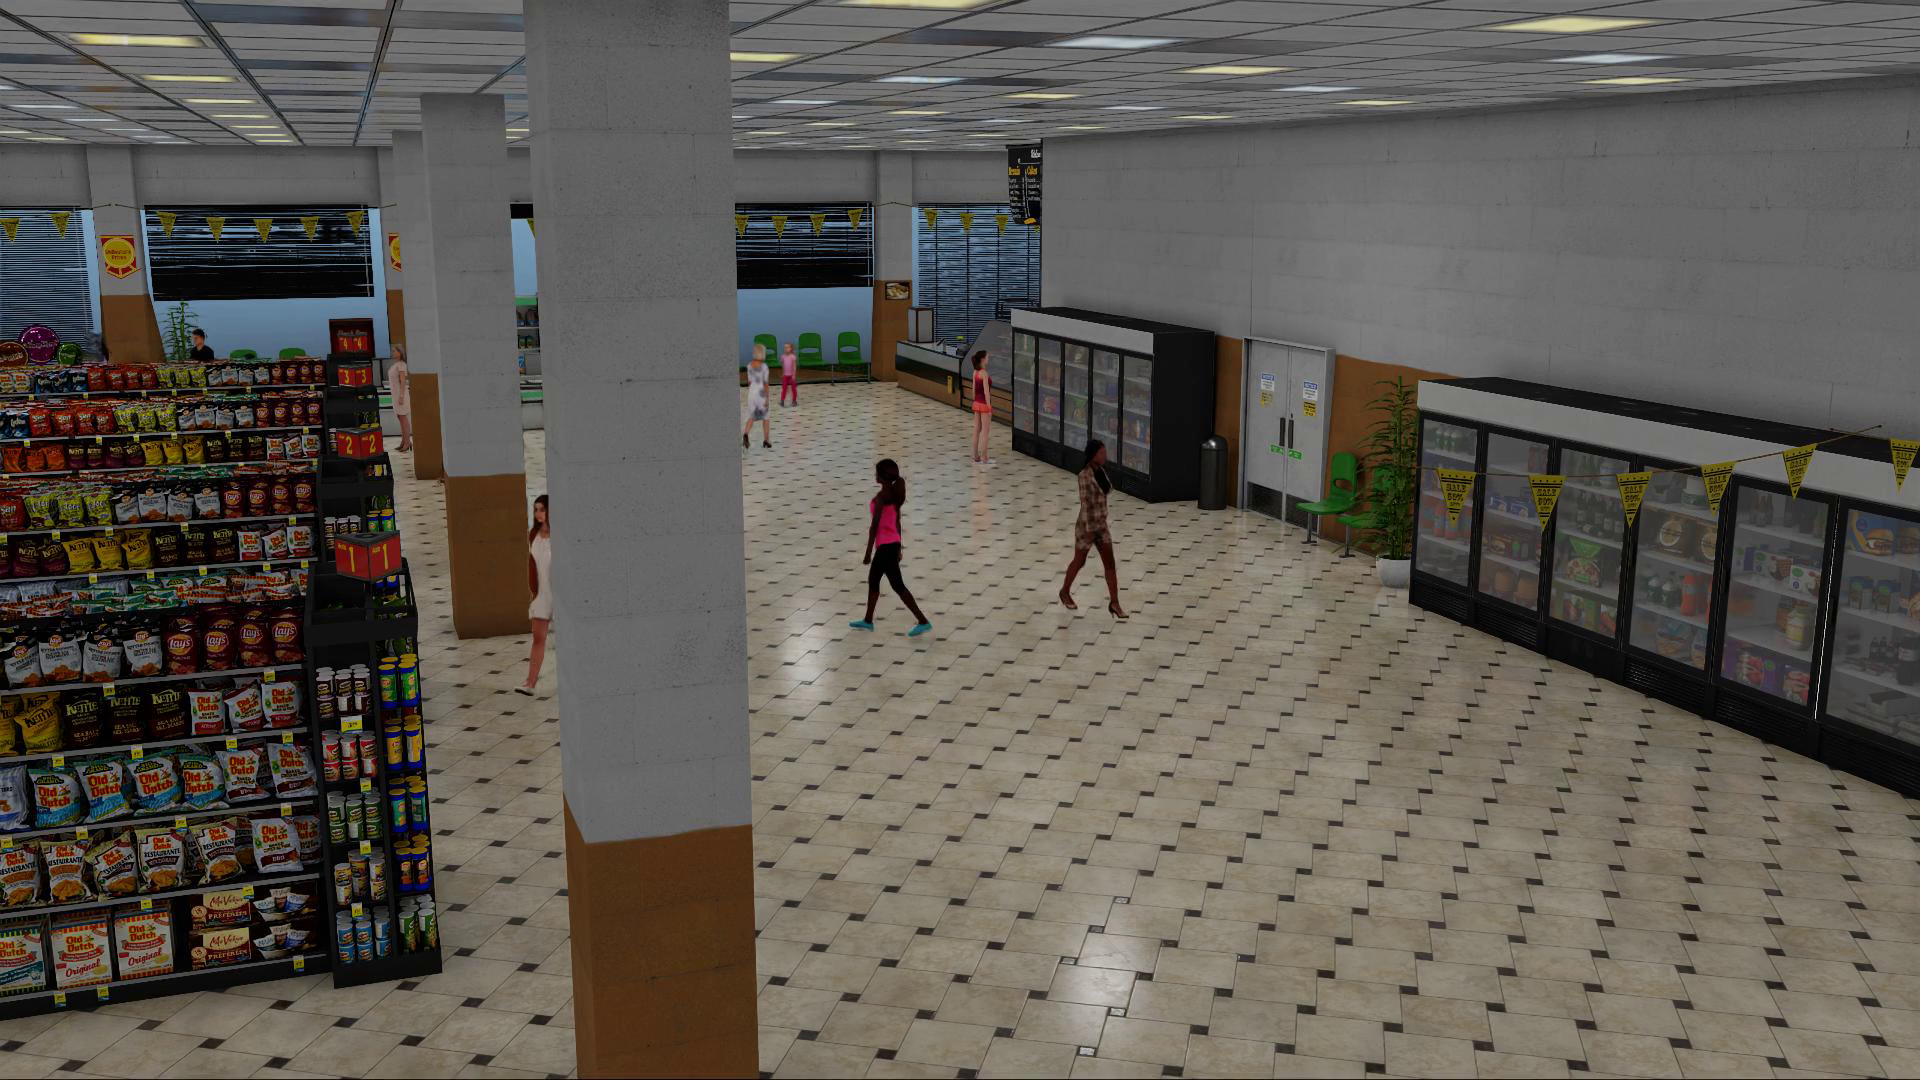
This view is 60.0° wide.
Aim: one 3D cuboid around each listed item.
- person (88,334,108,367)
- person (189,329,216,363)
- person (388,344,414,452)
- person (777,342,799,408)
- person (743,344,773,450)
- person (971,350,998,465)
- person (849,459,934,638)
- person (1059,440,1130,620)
[{"bbox_3d":[-15.323,-2.857,29.690,0.581,1.683,0.768,-3,12,-15],"label":"person"},{"bbox_3d":[-12.870,-2.692,28.507,0.829,1.845,0.888,6,13,25],"label":"person"},{"bbox_3d":[-9.075,-2.314,26.982,0.600,1.736,0.637,-7,14,-30],"label":"person"},{"bbox_3d":[-3.291,-3.215,32.450,0.848,1.245,0.848,4,12,16],"label":"person"},{"bbox_3d":[-3.298,-2.279,26.840,1.017,1.725,1.028,4,13,19],"label":"person"},{"bbox_3d":[0.343,-2.069,25.775,0.616,1.754,0.610,-7,14,-32],"label":"person"},{"bbox_3d":[-0.597,0.116,15.572,1.143,1.681,1.061,5,13,22],"label":"person"},{"bbox_3d":[1.227,-0.086,16.381,0.978,1.744,1.098,11,16,41],"label":"person"}]
